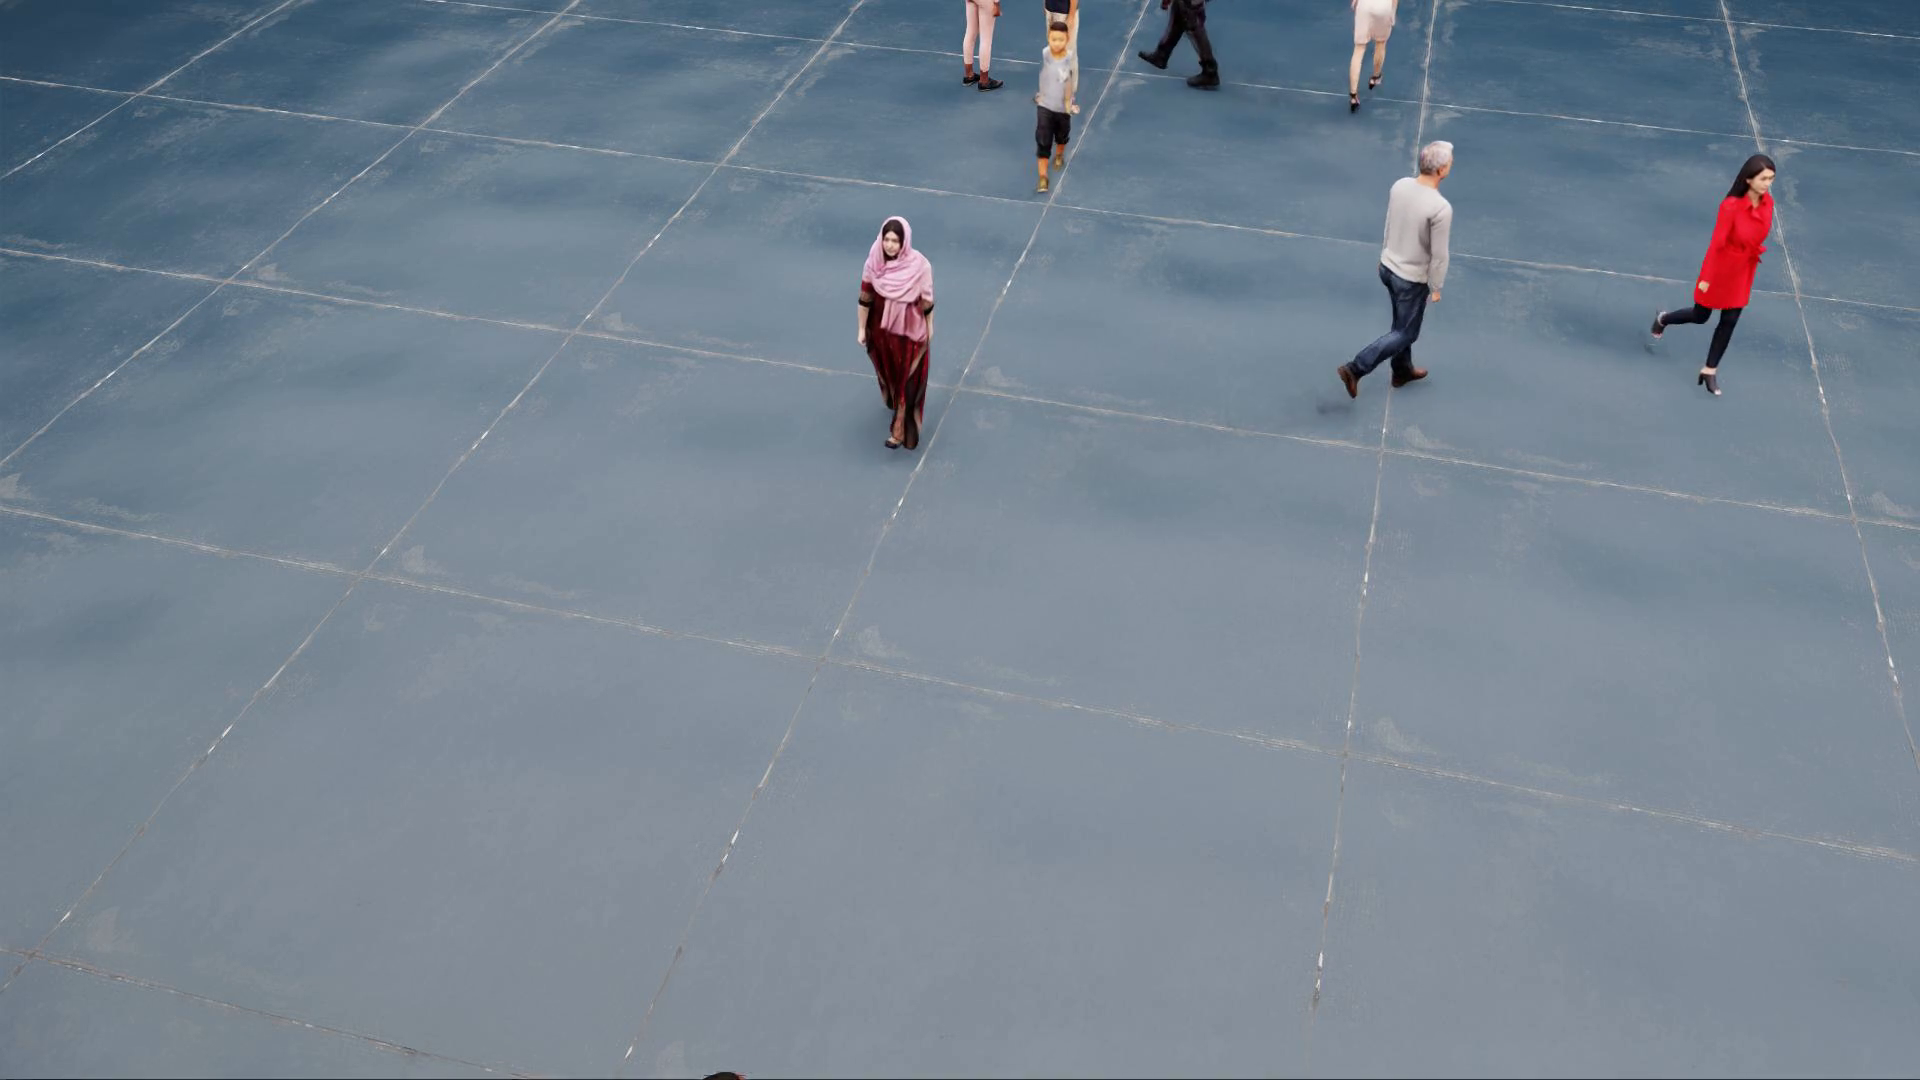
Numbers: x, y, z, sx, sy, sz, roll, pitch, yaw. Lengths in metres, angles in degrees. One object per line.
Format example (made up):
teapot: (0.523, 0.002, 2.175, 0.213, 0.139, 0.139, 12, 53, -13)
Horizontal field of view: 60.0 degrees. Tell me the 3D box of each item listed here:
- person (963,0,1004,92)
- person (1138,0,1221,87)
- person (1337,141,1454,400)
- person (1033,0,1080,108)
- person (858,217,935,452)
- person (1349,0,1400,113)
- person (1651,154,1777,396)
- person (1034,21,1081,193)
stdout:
person: (0.189, -5.118, 15.702, 0.721, 1.721, 0.700, -28, 46, -31)
person: (2.263, -5.165, 15.708, 0.967, 1.786, 1.191, 20, 42, 23)
person: (2.981, -1.782, 11.306, 1.192, 1.883, 1.174, -16, 41, -20)
person: (0.945, -4.894, 15.306, 0.759, 1.856, 0.689, -18, 41, -21)
person: (-0.401, -1.453, 11.126, 0.619, 1.587, 1.037, 9, 39, 11)
person: (3.774, -4.800, 15.238, 0.747, 1.792, 1.039, 16, 41, 20)
person: (5.264, -1.885, 11.565, 0.961, 1.727, 1.083, -14, 40, -17)
person: (0.833, -3.818, 14.285, 0.654, 1.420, 1.043, 4, 38, 6)
